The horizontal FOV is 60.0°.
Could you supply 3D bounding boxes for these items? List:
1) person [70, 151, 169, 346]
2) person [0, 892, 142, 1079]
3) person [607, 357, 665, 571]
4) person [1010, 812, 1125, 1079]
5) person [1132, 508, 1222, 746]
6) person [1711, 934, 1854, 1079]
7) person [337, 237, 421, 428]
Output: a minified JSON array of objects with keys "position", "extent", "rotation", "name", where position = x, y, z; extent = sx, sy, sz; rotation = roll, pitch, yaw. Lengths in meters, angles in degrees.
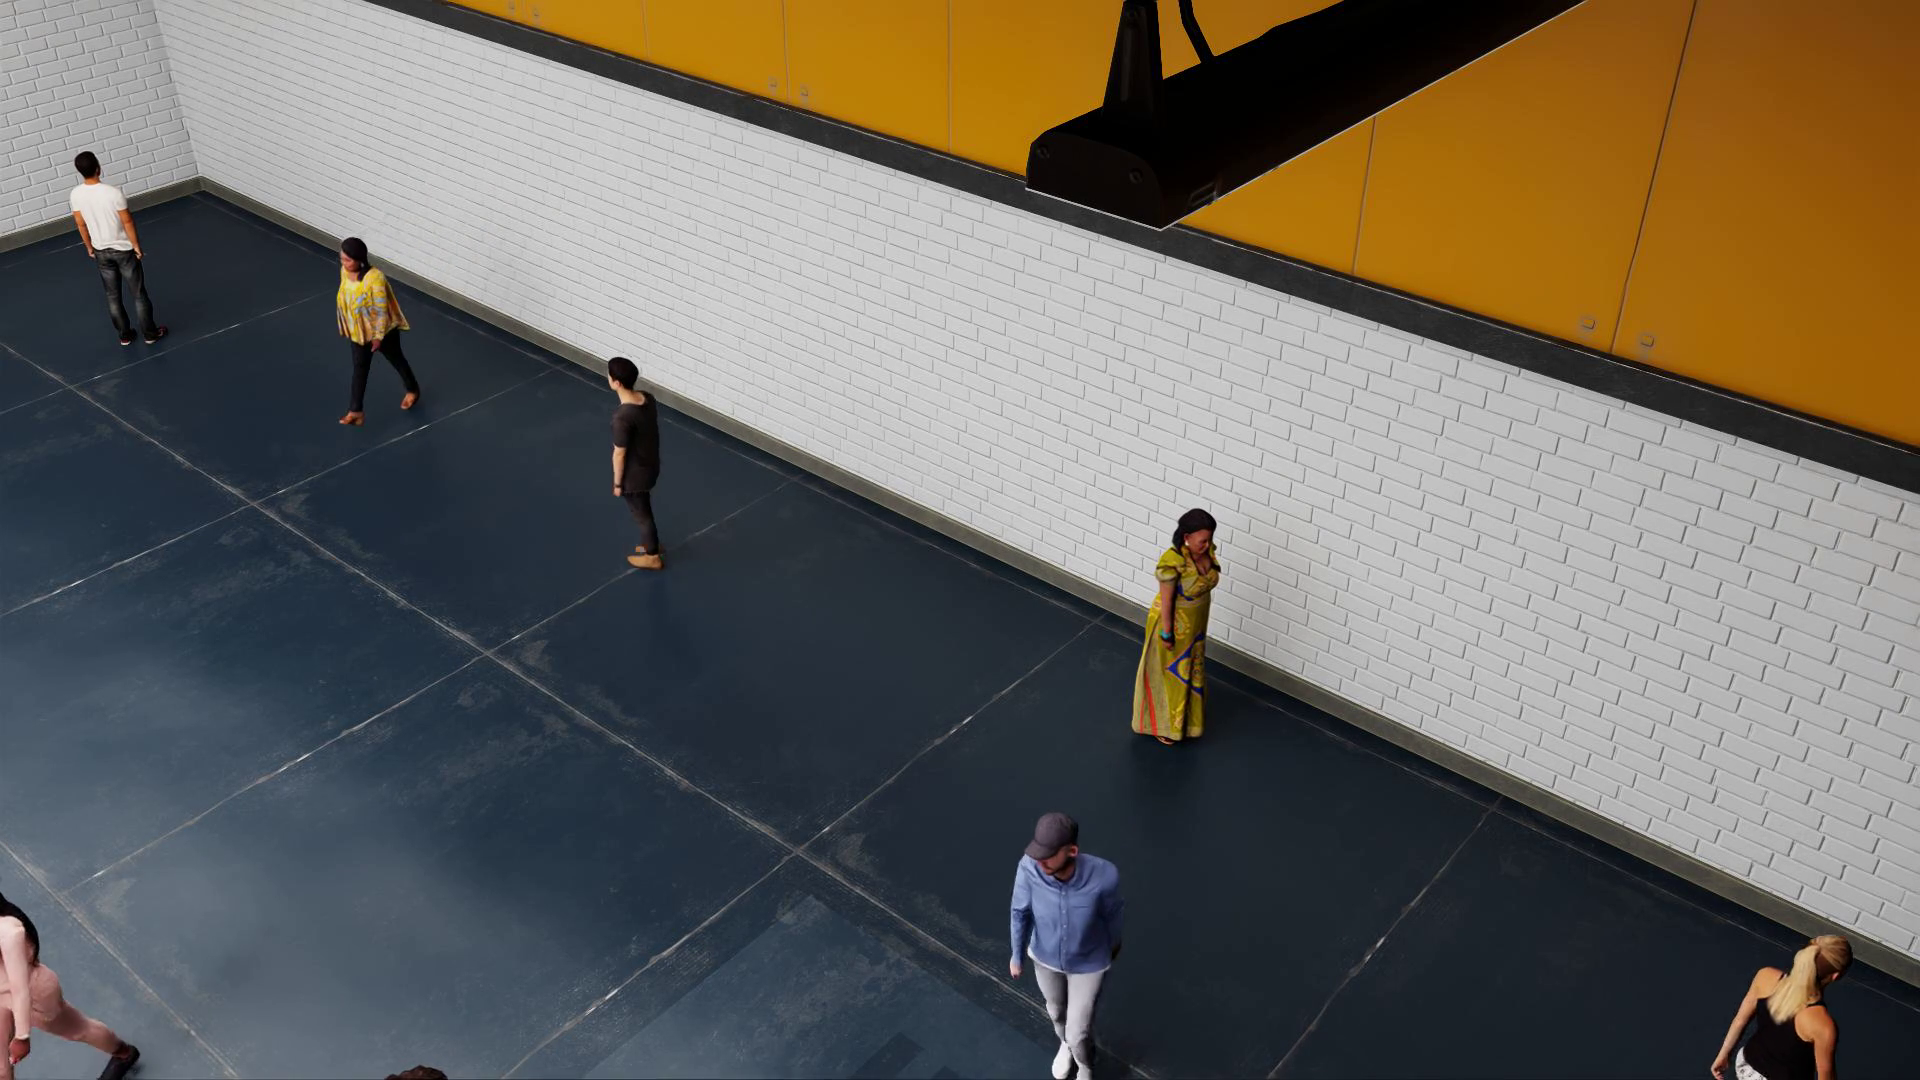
[{"position":[-7.630,-2.623,14.981],"extent":[0.710,1.804,0.757],"rotation":[-1,34,-1],"name":"person"},{"position":[-4.375,2.149,7.918],"extent":[0.870,1.664,1.229],"rotation":[13,36,18],"name":"person"},{"position":[-2.239,-0.518,11.892],"extent":[0.777,1.707,0.641],"rotation":[11,35,16],"name":"person"},{"position":[0.561,1.949,8.050],"extent":[0.800,1.851,0.865],"rotation":[5,34,7],"name":"person"},{"position":[1.383,0.503,10.408],"extent":[0.891,1.658,0.686],"rotation":[26,41,33],"name":"person"},{"position":[3.497,2.451,7.349],"extent":[1.229,1.792,1.010],"rotation":[-10,35,-15],"name":"person"},{"position":[-4.806,-1.762,13.848],"extent":[0.871,1.612,1.132],"rotation":[14,36,20],"name":"person"}]
